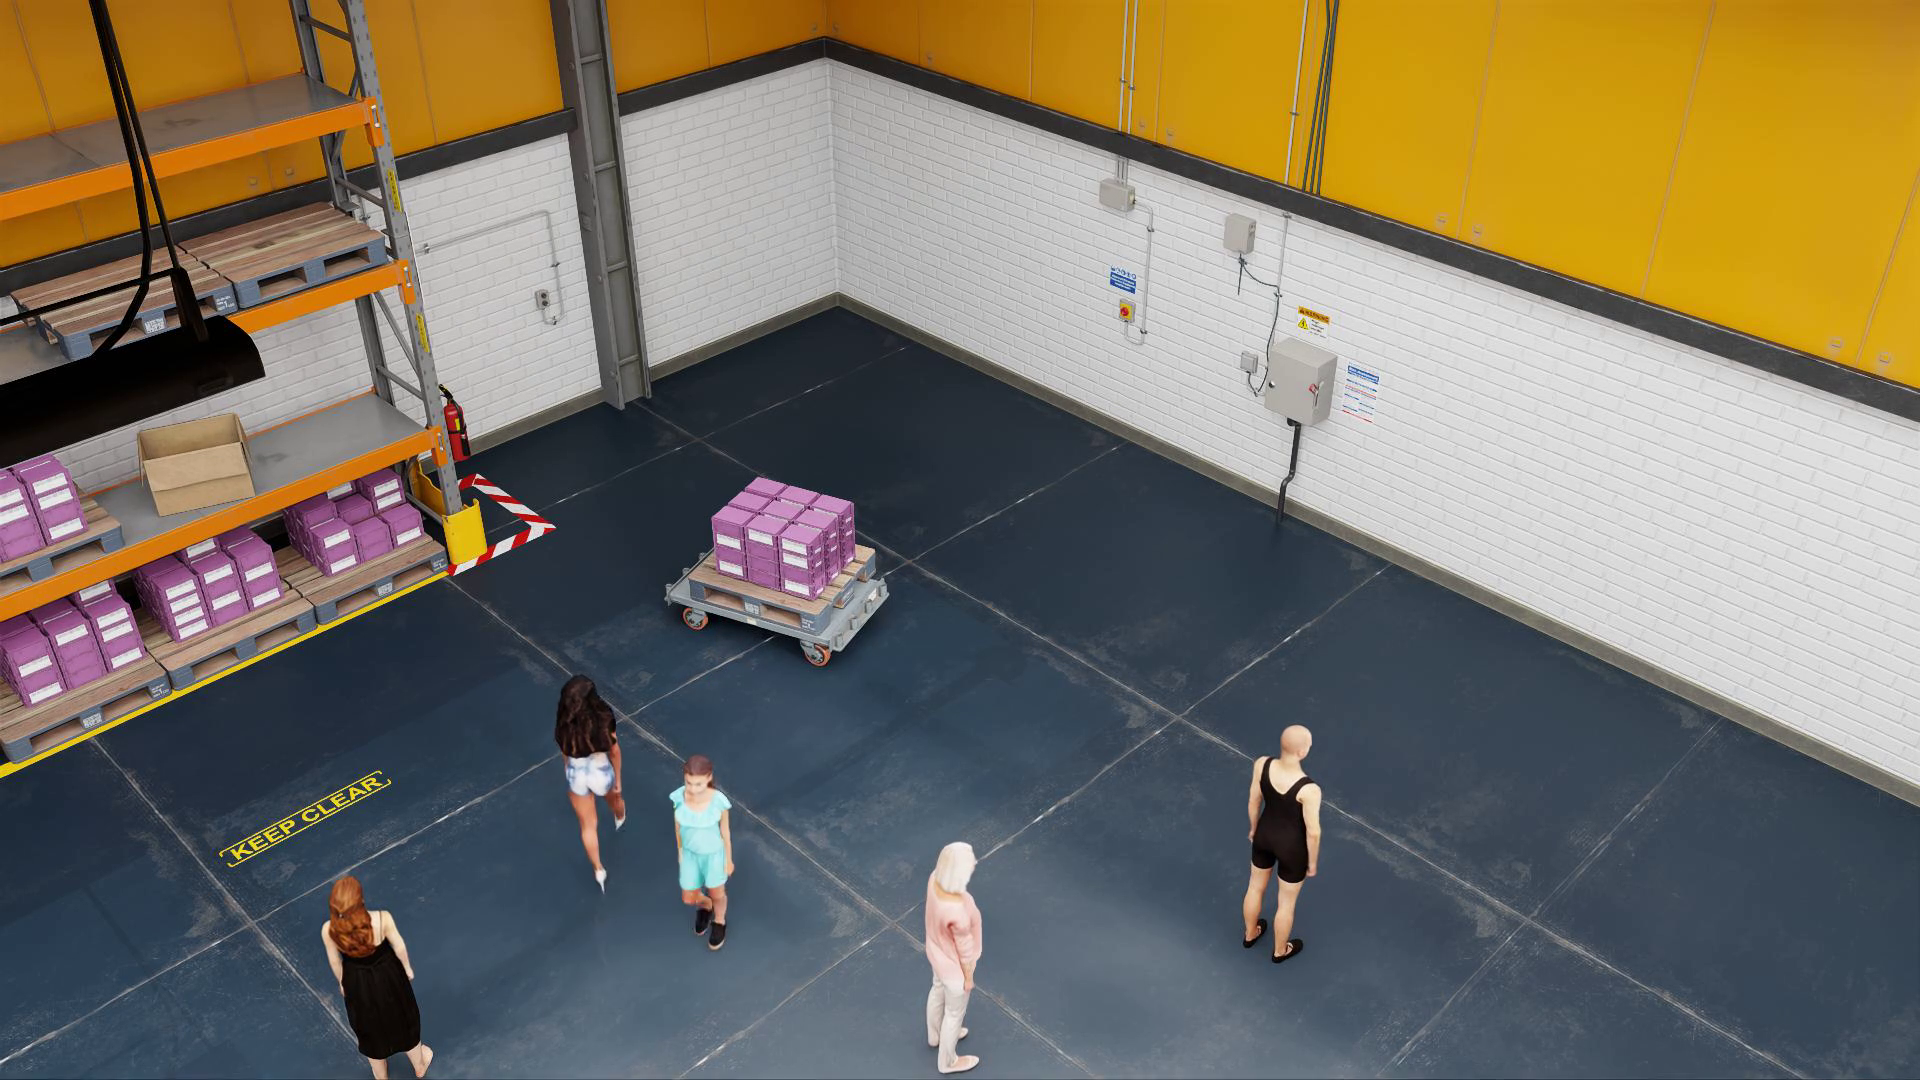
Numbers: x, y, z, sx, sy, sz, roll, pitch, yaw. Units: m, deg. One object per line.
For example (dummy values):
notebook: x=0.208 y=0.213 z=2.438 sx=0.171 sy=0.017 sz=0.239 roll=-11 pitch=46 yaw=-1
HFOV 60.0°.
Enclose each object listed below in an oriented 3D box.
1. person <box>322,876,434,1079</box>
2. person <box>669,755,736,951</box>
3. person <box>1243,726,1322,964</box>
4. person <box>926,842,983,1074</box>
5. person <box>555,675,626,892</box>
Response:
person: x=-3.366 y=2.534 z=9.543 sx=0.640 sy=1.625 sz=0.723 roll=-10 pitch=35 yaw=-14
person: x=-1.592 y=1.920 z=10.535 sx=0.672 sy=1.549 sz=0.725 roll=6 pitch=34 yaw=8
person: x=1.988 y=1.890 z=10.342 sx=0.650 sy=1.813 sz=0.506 roll=27 pitch=42 yaw=35
person: x=-0.059 y=2.404 z=9.649 sx=0.633 sy=1.725 sz=0.653 roll=-14 pitch=36 yaw=-20
person: x=-2.426 y=1.638 z=10.923 sx=0.970 sy=1.590 sz=0.972 roll=-4 pitch=34 yaw=-6
